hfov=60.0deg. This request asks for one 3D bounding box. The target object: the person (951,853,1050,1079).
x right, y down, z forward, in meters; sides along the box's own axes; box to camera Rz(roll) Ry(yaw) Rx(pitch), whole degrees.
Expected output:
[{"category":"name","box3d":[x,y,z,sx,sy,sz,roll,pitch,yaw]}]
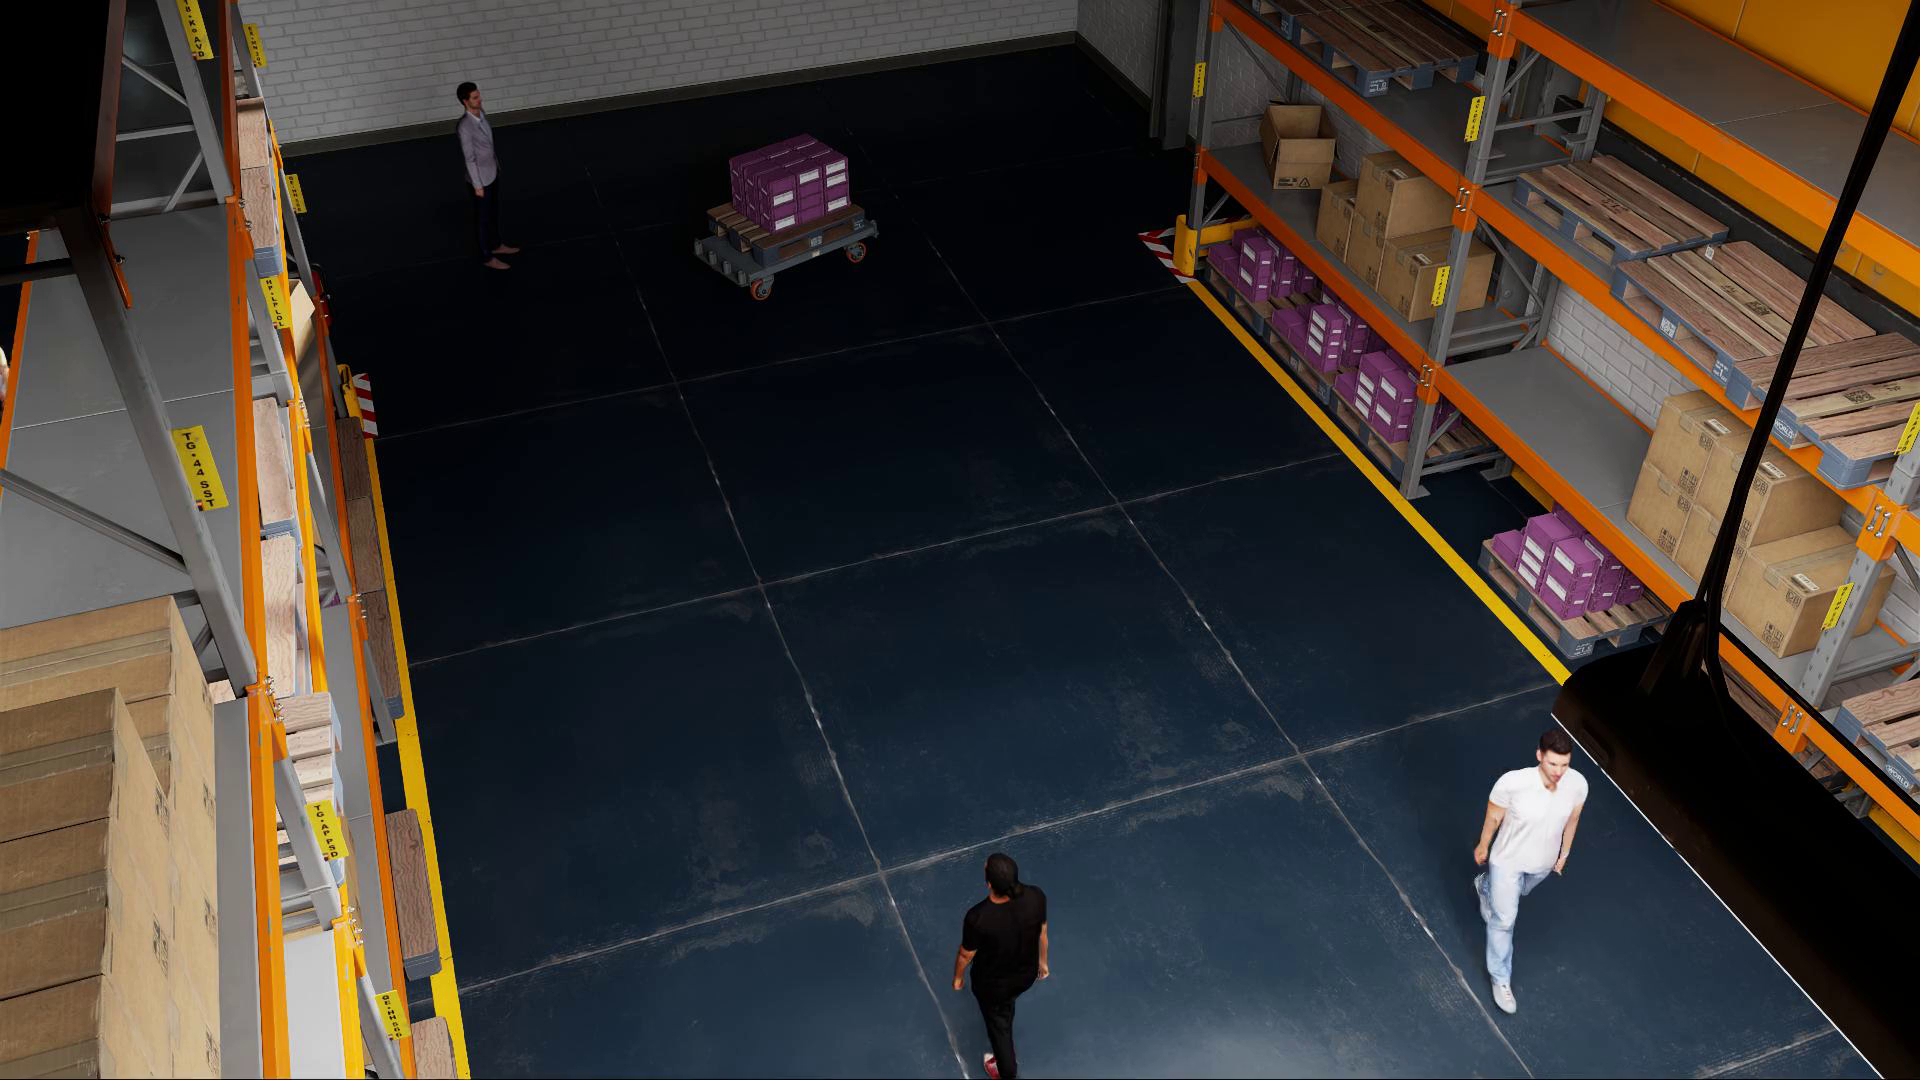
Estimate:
[{"category":"person","box3d":[0.280,2.352,8.820,0.724,1.740,0.841,-20,43,-23]}]

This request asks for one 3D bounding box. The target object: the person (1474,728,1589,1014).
[{"category":"person","box3d":[3.212,1.729,9.532,0.901,1.826,1.259,-2,39,-2]}]

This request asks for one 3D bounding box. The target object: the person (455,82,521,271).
[{"category":"person","box3d":[-4.644,-3.561,16.135,0.822,1.852,0.693,4,39,5]}]
